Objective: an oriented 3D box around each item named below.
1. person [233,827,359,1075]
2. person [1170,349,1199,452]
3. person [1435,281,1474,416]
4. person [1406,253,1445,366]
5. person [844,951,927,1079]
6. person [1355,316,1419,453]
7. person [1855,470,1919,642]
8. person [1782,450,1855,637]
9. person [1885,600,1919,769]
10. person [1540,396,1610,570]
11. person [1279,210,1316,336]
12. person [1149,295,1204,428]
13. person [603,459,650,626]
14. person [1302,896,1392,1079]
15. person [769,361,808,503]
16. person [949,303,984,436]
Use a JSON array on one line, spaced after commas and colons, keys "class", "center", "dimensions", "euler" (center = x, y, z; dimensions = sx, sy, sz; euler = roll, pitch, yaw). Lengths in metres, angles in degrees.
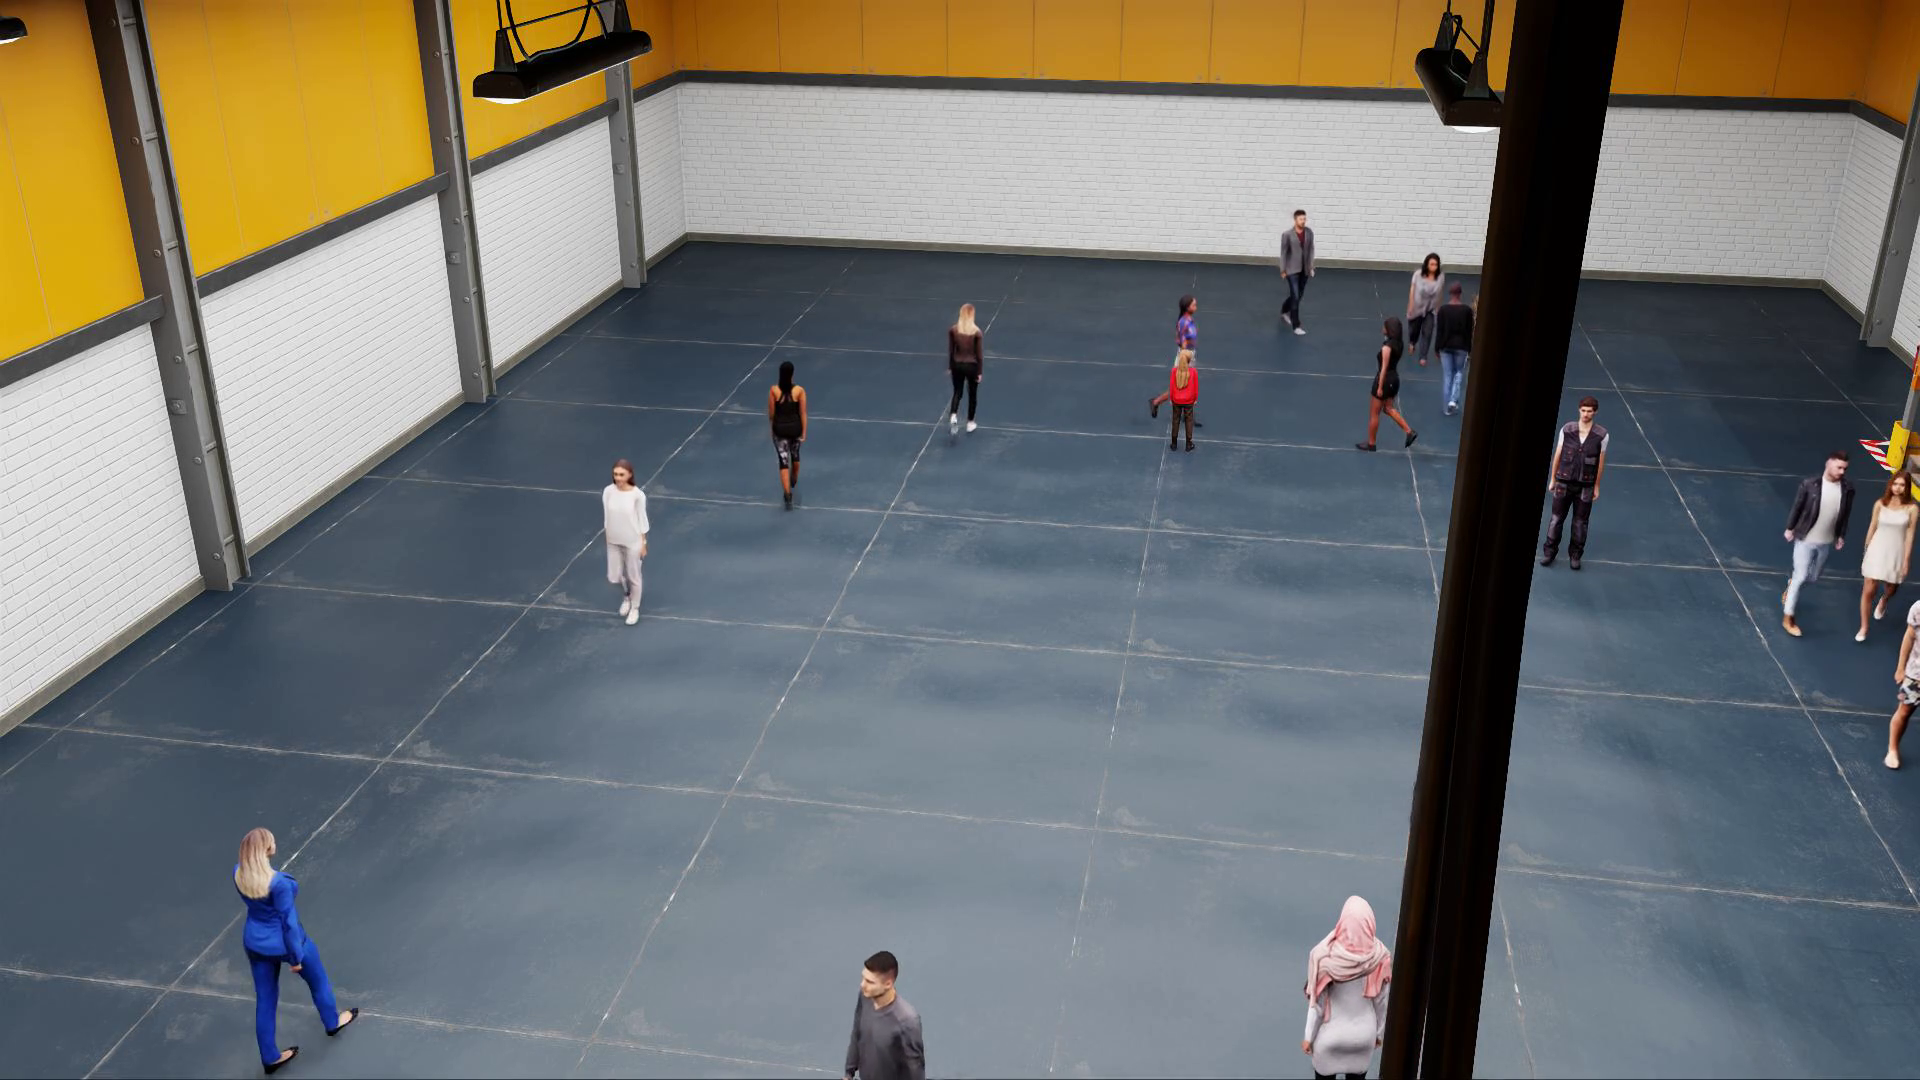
[{"class": "person", "center": [-4.263, 2.553, 10.189], "dimensions": [0.732, 1.681, 0.941], "euler": [9, 25, 19]}, {"class": "person", "center": [2.749, -1.730, 20.488], "dimensions": [0.495, 1.281, 0.479], "euler": [5, 24, 11]}, {"class": "person", "center": [6.392, -2.454, 21.592], "dimensions": [0.677, 1.723, 0.652], "euler": [7, 25, 16]}, {"class": "person", "center": [6.638, -3.336, 23.778], "dimensions": [0.625, 1.588, 0.894], "euler": [4, 24, 9]}, {"class": "person", "center": [-0.333, 2.978, 9.172], "dimensions": [1.171, 1.718, 1.067], "euler": [-19, 30, -36]}, {"class": "person", "center": [5.263, -1.860, 20.228], "dimensions": [0.902, 1.726, 0.993], "euler": [15, 28, 30]}, {"class": "person", "center": [8.783, 0.124, 15.733], "dimensions": [0.846, 1.692, 1.043], "euler": [21, 31, 39]}, {"class": "person", "center": [8.181, -0.033, 15.951], "dimensions": [0.759, 1.806, 1.083], "euler": [2, 24, 6]}, {"class": "person", "center": [7.907, 1.030, 13.517], "dimensions": [0.718, 1.807, 0.629], "euler": [8, 25, 18]}, {"class": "person", "center": [6.371, -0.606, 17.208], "dimensions": [0.702, 1.848, 0.645], "euler": [10, 25, 21]}, {"class": "person", "center": [5.068, -4.082, 25.173], "dimensions": [1.114, 1.837, 1.291], "euler": [-10, 26, -22]}, {"class": "person", "center": [2.777, -2.256, 21.134], "dimensions": [0.804, 1.726, 0.947], "euler": [10, 25, 21]}, {"class": "person", "center": [-3.209, -0.018, 16.071], "dimensions": [0.604, 1.681, 0.599], "euler": [4, 24, 9]}, {"class": "person", "center": [2.184, 2.804, 9.464], "dimensions": [0.686, 1.803, 0.659], "euler": [-1, 24, -3]}, {"class": "person", "center": [-1.970, -1.206, 18.866], "dimensions": [0.801, 1.619, 1.170], "euler": [-2, 24, -5]}, {"class": "person", "center": [0.033, -2.105, 20.845], "dimensions": [0.655, 1.682, 0.961], "euler": [6, 24, 14]}]
